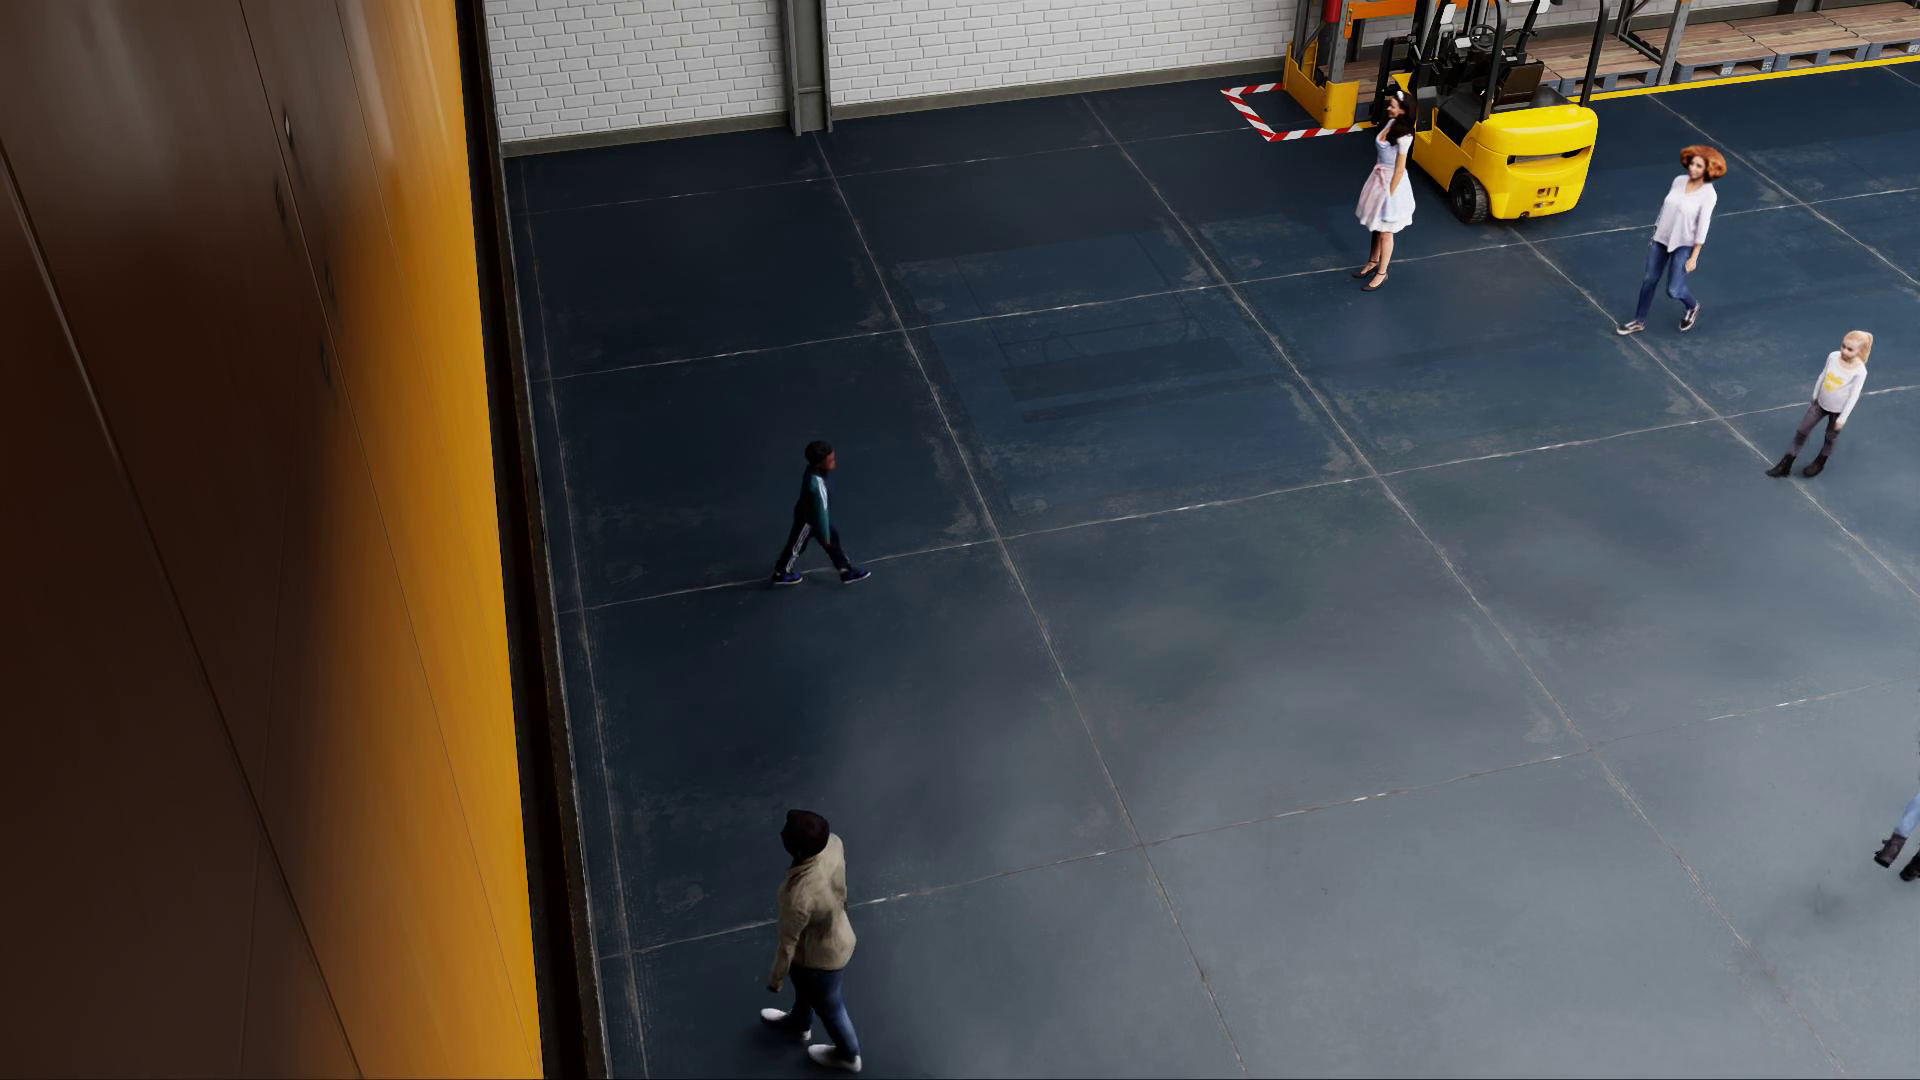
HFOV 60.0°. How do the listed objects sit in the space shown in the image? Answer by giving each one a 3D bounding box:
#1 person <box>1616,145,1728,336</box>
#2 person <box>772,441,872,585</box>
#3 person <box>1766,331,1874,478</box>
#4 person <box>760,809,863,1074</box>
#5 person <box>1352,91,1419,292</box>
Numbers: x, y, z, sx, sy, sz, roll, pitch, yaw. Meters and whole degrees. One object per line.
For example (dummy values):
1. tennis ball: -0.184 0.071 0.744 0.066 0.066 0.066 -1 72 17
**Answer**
1. person: 6.005 -2.476 13.812 0.954 1.695 0.747 -16 41 -19
2. person: -1.063 -0.151 11.289 0.964 1.211 0.664 -2 39 -3
3. person: 6.506 -1.011 12.325 0.836 1.261 0.642 -21 43 -24
4. person: -0.601 2.006 8.076 1.018 1.850 0.944 11 40 13
5. person: 3.695 -3.020 14.394 0.754 1.818 0.730 -4 39 -6
